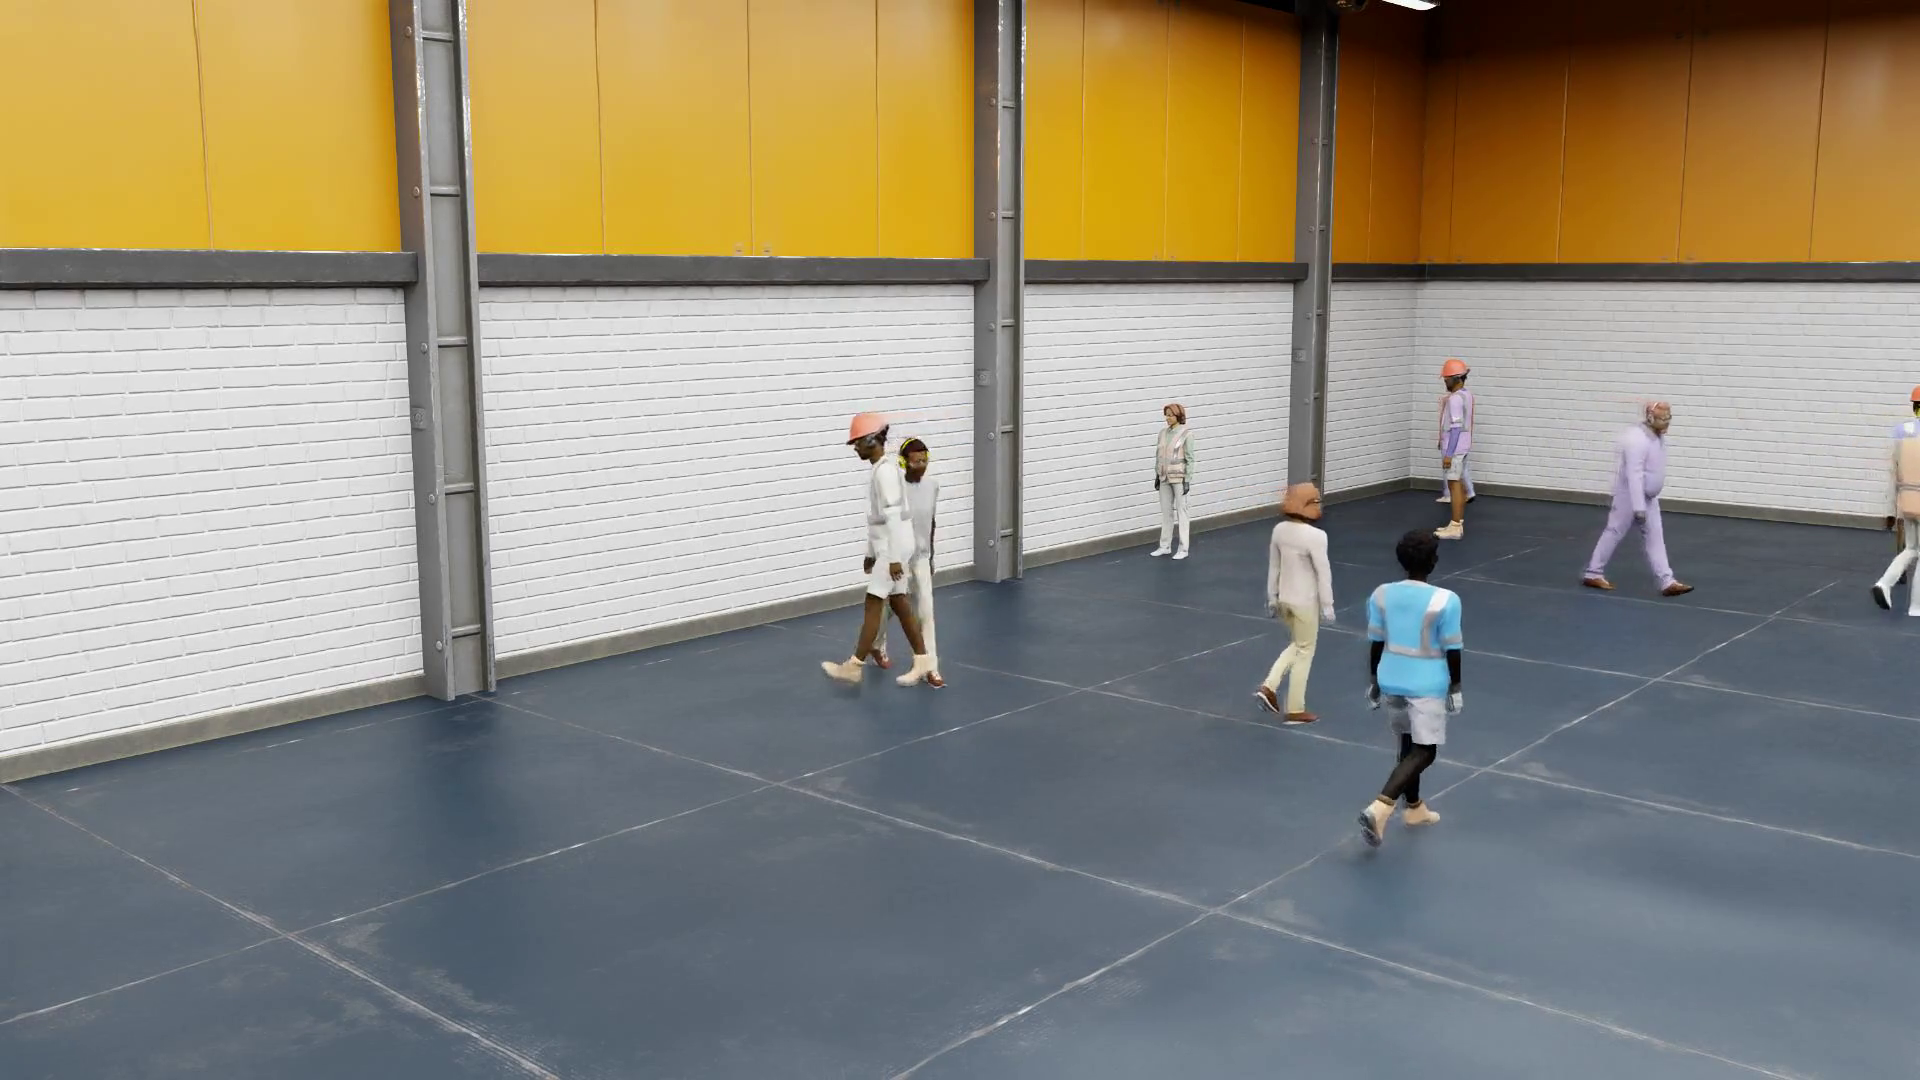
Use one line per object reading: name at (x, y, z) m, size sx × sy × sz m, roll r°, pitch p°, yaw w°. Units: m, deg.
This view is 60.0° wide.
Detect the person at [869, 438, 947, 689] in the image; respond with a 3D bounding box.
person at (-0.387, 0.132, 12.285) m, size 0.515 × 1.816 × 1.030 m, roll -5°, pitch 10°, yaw -28°

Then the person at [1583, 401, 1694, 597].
person at (6.316, -0.380, 15.446) m, size 0.650 × 1.824 × 1.067 m, roll -8°, pitch 12°, yaw -41°

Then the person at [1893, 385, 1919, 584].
person at (9.232, -0.538, 16.058) m, size 0.552 × 1.936 × 0.359 m, roll 0°, pitch 9°, yaw 2°

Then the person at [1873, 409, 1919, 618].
person at (8.290, -0.258, 14.383) m, size 0.505 × 1.911 × 0.594 m, roll -3°, pitch 10°, yaw -19°

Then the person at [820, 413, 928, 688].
person at (-0.593, 0.082, 12.024) m, size 0.889 × 1.979 × 0.712 m, roll -1°, pitch 9°, yaw -5°

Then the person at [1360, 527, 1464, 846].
person at (2.335, 0.766, 8.694) m, size 0.759 × 1.677 × 0.534 m, roll -7°, pitch 11°, yaw -37°

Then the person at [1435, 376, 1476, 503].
person at (6.485, -1.325, 21.670) m, size 0.576 × 1.740 × 0.468 m, roll -5°, pitch 10°, yaw -27°

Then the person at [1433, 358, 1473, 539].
person at (5.580, -1.029, 18.819) m, size 0.375 × 2.042 × 0.608 m, roll 4°, pitch 10°, yaw 25°

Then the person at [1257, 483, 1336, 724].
person at (2.255, 0.428, 10.995) m, size 0.378 × 1.622 × 0.505 m, roll -4°, pitch 10°, yaw -24°

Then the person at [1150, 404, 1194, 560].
person at (2.249, -0.616, 17.490) m, size 0.309 × 1.639 × 0.514 m, roll -7°, pitch 12°, yaw -39°
